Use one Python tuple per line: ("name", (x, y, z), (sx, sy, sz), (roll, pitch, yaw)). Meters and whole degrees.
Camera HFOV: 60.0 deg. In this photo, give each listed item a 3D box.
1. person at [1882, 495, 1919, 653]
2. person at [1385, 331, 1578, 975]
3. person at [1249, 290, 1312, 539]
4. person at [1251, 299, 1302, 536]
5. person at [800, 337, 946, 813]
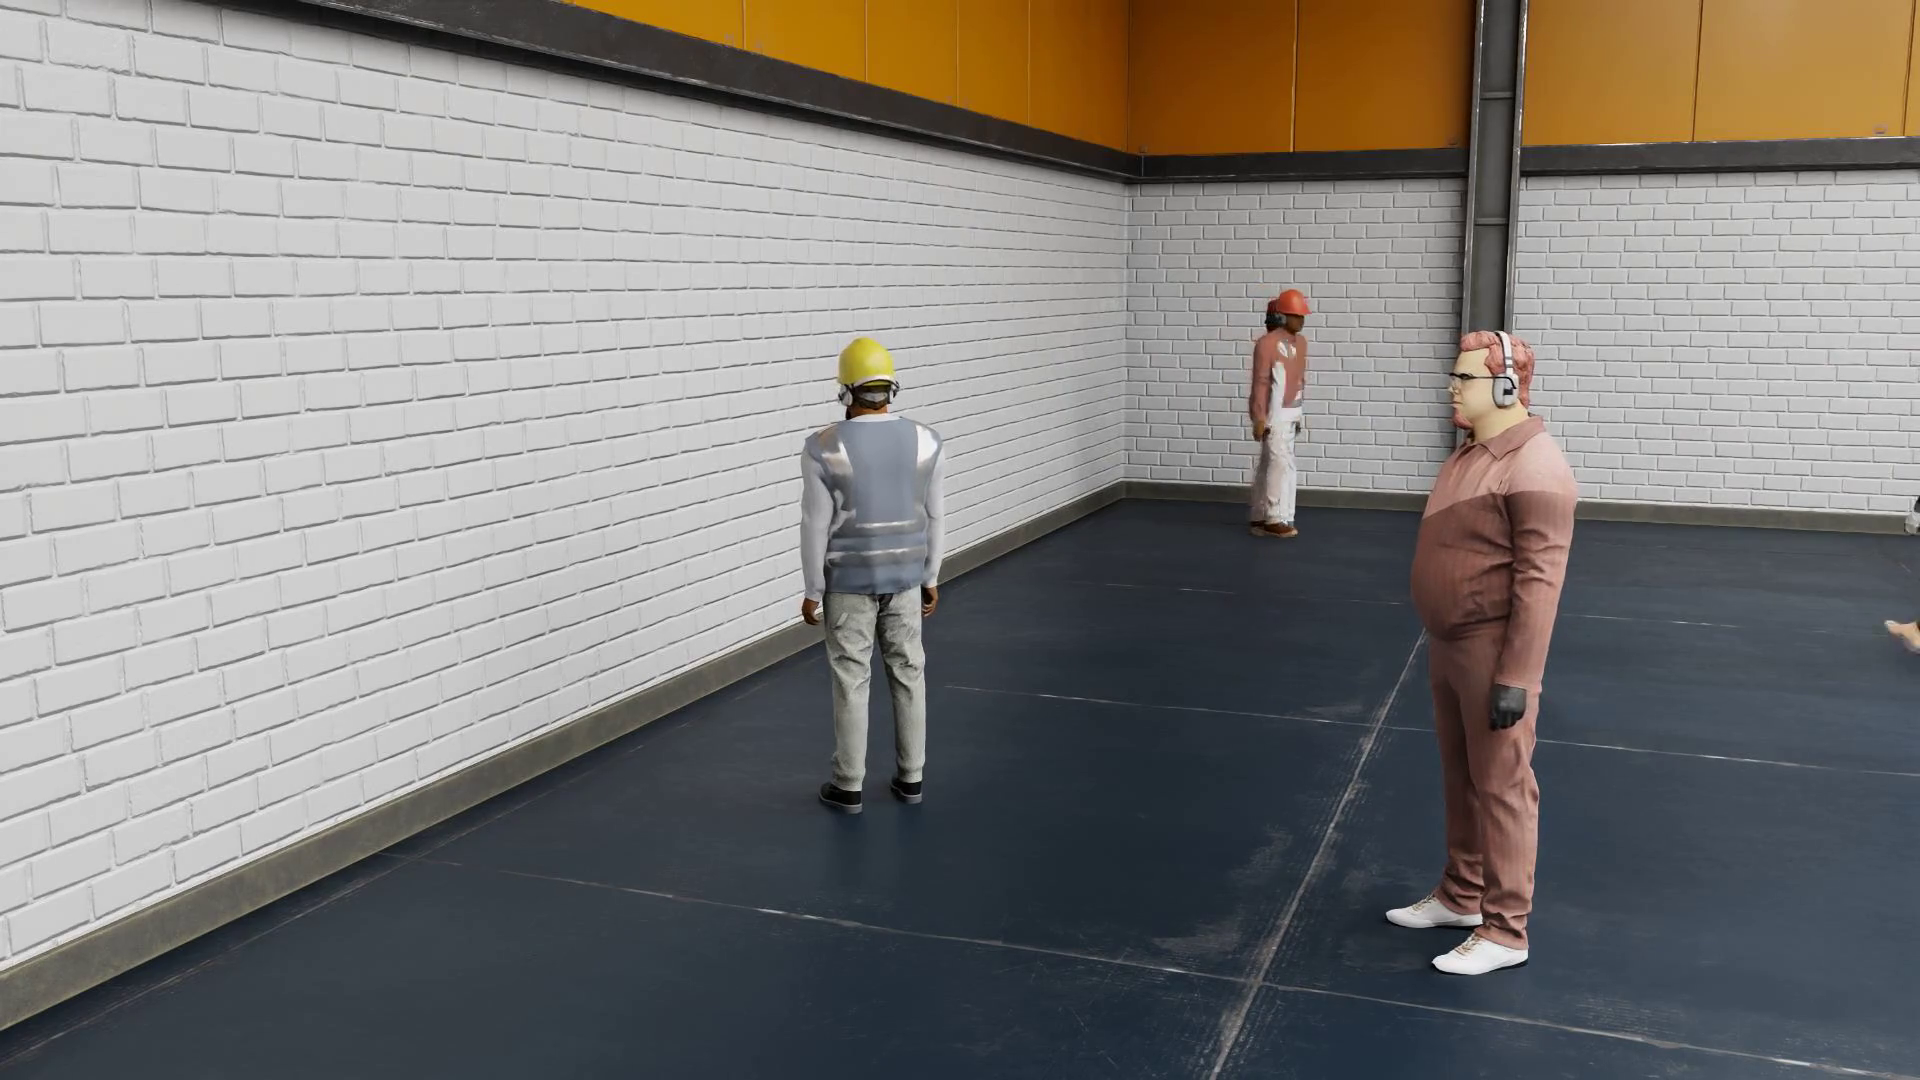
("person", (5.214, -0.136, 8.718), (0.538, 1.656, 0.848), (-4, 10, -26))
("person", (1.552, 0.333, 4.988), (0.409, 1.909, 0.640), (-1, 9, -5))
("person", (2.524, -0.983, 13.126), (0.642, 1.954, 0.615), (8, 12, 41))
("person", (2.533, -0.968, 13.223), (0.344, 1.882, 0.584), (4, 10, 26))
("person", (-0.345, 0.139, 6.432), (0.590, 1.835, 0.404), (-4, 10, -25))
